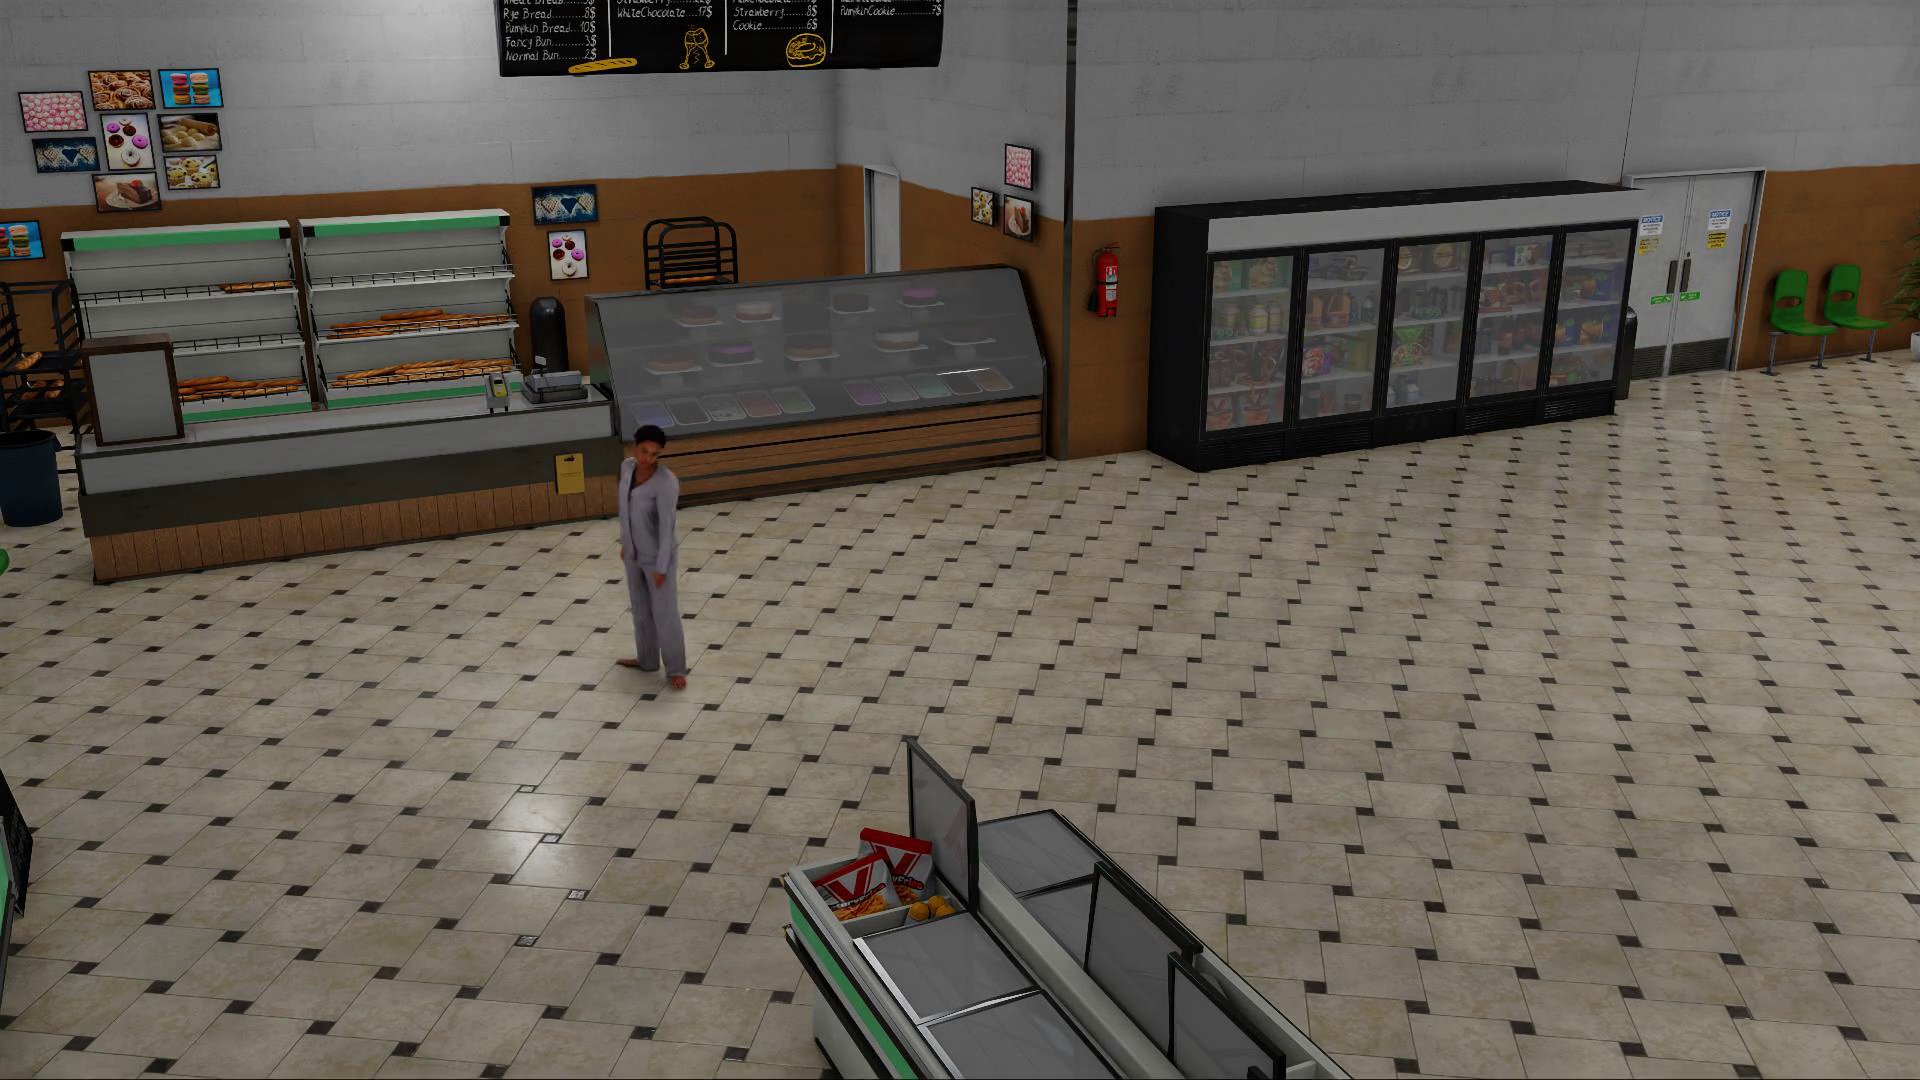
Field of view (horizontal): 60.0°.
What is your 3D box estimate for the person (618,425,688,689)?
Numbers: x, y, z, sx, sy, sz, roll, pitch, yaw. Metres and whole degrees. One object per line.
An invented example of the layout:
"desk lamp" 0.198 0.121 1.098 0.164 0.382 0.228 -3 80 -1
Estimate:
"person" -1.980 0.063 10.513 0.917 1.709 0.697 -13 23 -34
